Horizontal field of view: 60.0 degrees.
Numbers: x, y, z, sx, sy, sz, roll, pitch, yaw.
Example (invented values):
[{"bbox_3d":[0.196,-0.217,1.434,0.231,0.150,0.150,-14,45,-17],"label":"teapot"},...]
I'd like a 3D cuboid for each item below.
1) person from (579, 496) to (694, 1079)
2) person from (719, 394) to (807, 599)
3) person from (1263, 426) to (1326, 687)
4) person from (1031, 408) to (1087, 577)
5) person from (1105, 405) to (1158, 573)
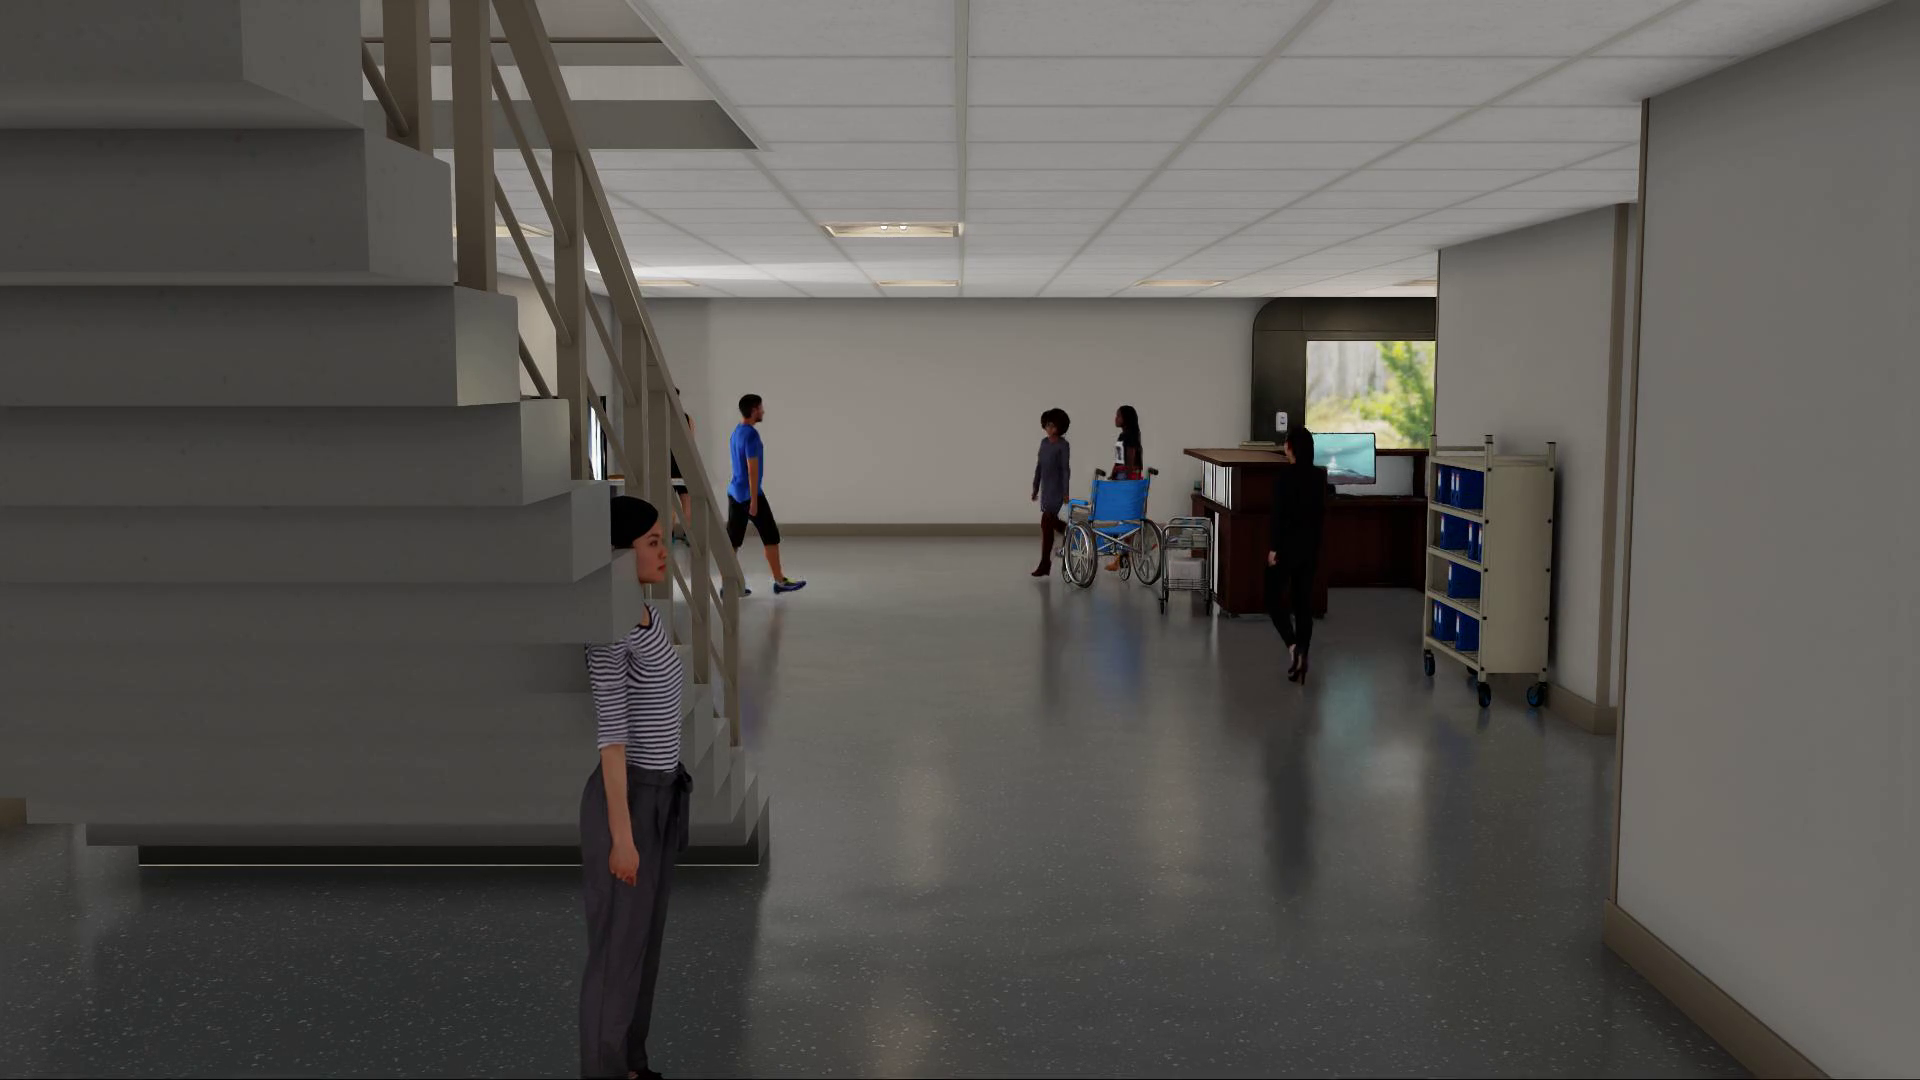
[{"bbox_3d":[-0.907,0.740,4.494,0.658,1.733,0.457,0,6,3],"label":"person"},{"bbox_3d":[-2.015,-0.372,15.019,1.008,1.839,1.059,-4,7,-31],"label":"person"},{"bbox_3d":[2.245,0.111,10.907,0.711,1.701,0.740,-3,6,-25],"label":"person"},{"bbox_3d":[1.006,-0.467,16.727,0.993,1.686,1.045,-3,6,-26],"label":"person"},{"bbox_3d":[1.798,-0.523,17.155,0.739,1.712,0.807,-1,6,-11],"label":"person"}]
